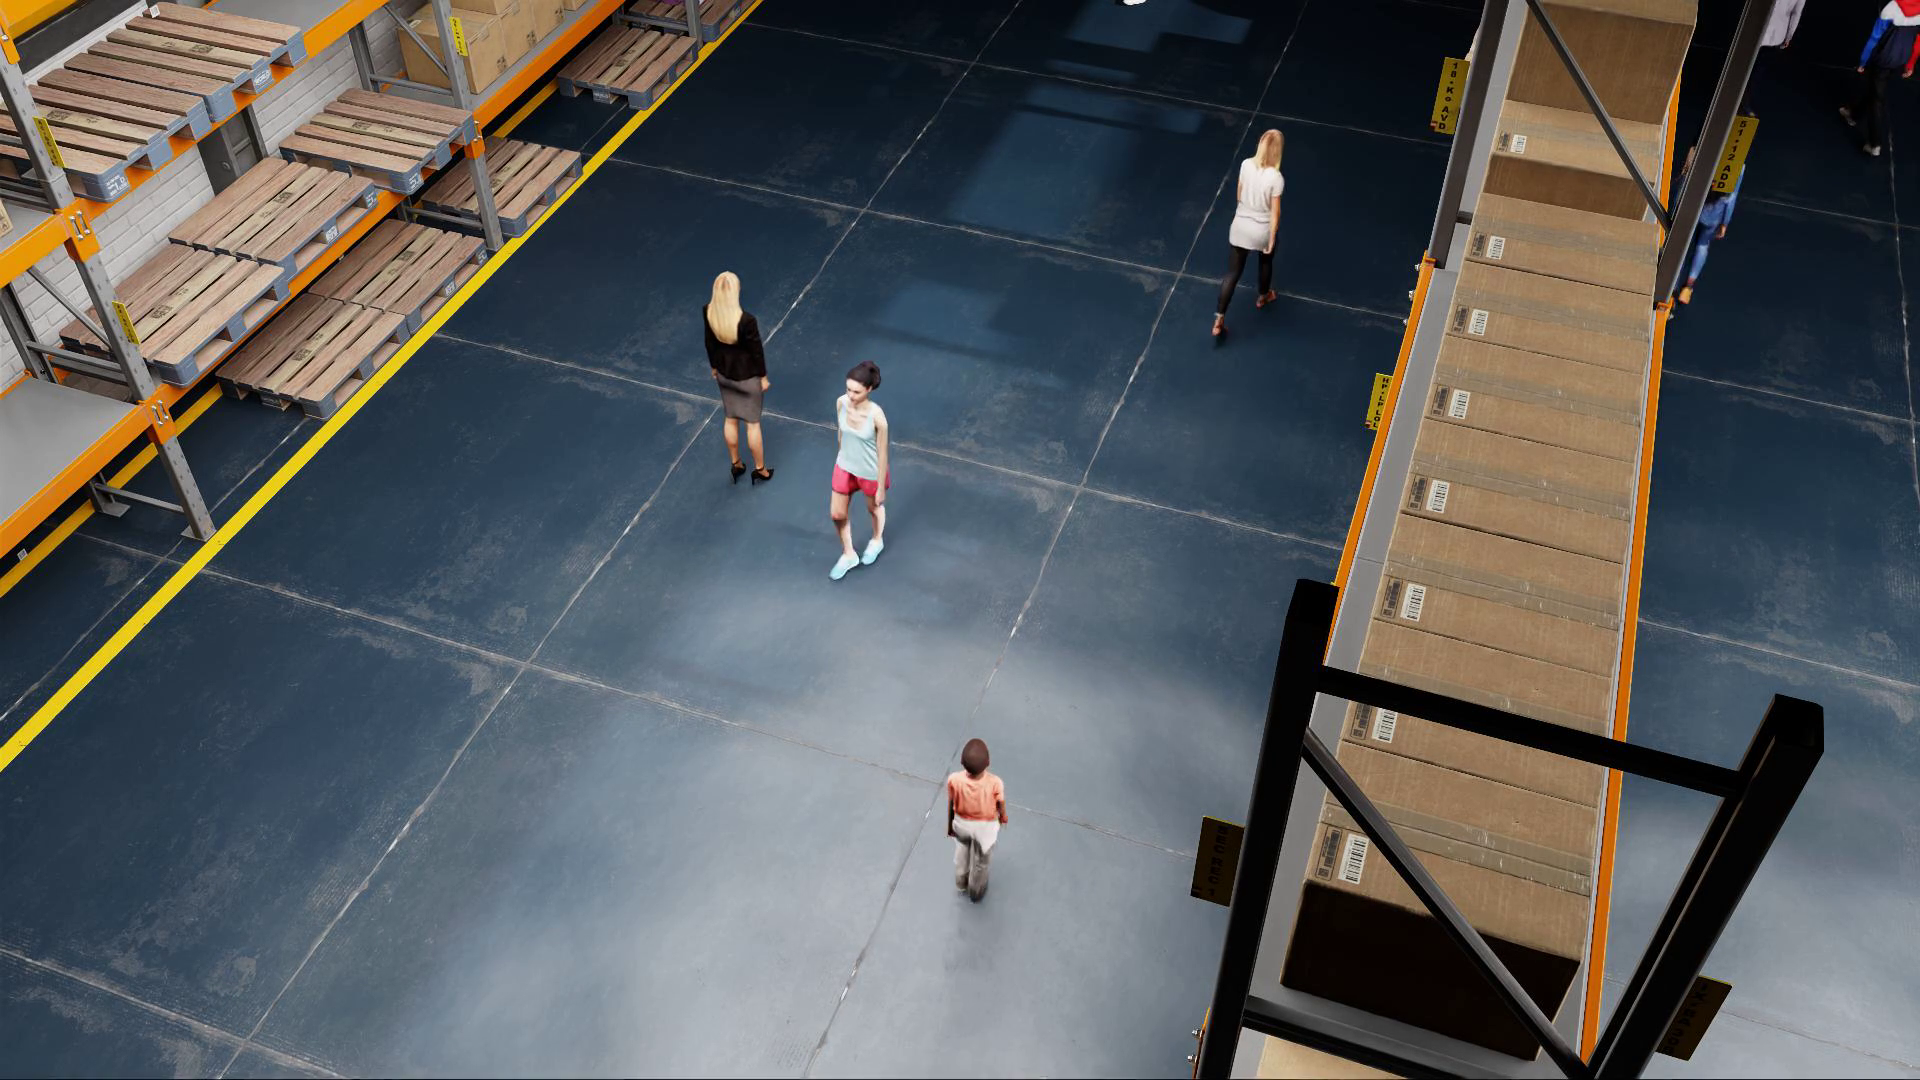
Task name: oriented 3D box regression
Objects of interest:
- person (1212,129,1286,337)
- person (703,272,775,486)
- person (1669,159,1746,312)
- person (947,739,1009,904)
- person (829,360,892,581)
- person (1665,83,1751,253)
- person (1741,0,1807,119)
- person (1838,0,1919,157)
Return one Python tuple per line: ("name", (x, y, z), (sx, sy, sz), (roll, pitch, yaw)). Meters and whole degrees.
("person", (2.312, -2.440, 13.418), (0.785, 1.785, 1.212), (24, 49, 23))
("person", (-1.603, -1.149, 12.021), (0.613, 1.843, 0.547), (16, 46, 17))
("person", (6.066, -2.583, 13.626), (0.635, 1.705, 0.670), (11, 45, 12))
("person", (0.079, 1.656, 9.470), (0.494, 1.300, 0.504), (10, 44, 10))
("person", (-0.621, -0.525, 11.434), (0.709, 1.750, 0.824), (22, 48, 22))
("person", (6.460, -3.187, 14.316), (0.575, 1.628, 0.537), (14, 45, 14))
("person", (7.683, -4.764, 15.825), (0.909, 1.830, 1.122), (0, 44, 0))
("person", (8.727, -4.441, 15.577), (0.994, 1.705, 1.268), (-2, 44, -2))
